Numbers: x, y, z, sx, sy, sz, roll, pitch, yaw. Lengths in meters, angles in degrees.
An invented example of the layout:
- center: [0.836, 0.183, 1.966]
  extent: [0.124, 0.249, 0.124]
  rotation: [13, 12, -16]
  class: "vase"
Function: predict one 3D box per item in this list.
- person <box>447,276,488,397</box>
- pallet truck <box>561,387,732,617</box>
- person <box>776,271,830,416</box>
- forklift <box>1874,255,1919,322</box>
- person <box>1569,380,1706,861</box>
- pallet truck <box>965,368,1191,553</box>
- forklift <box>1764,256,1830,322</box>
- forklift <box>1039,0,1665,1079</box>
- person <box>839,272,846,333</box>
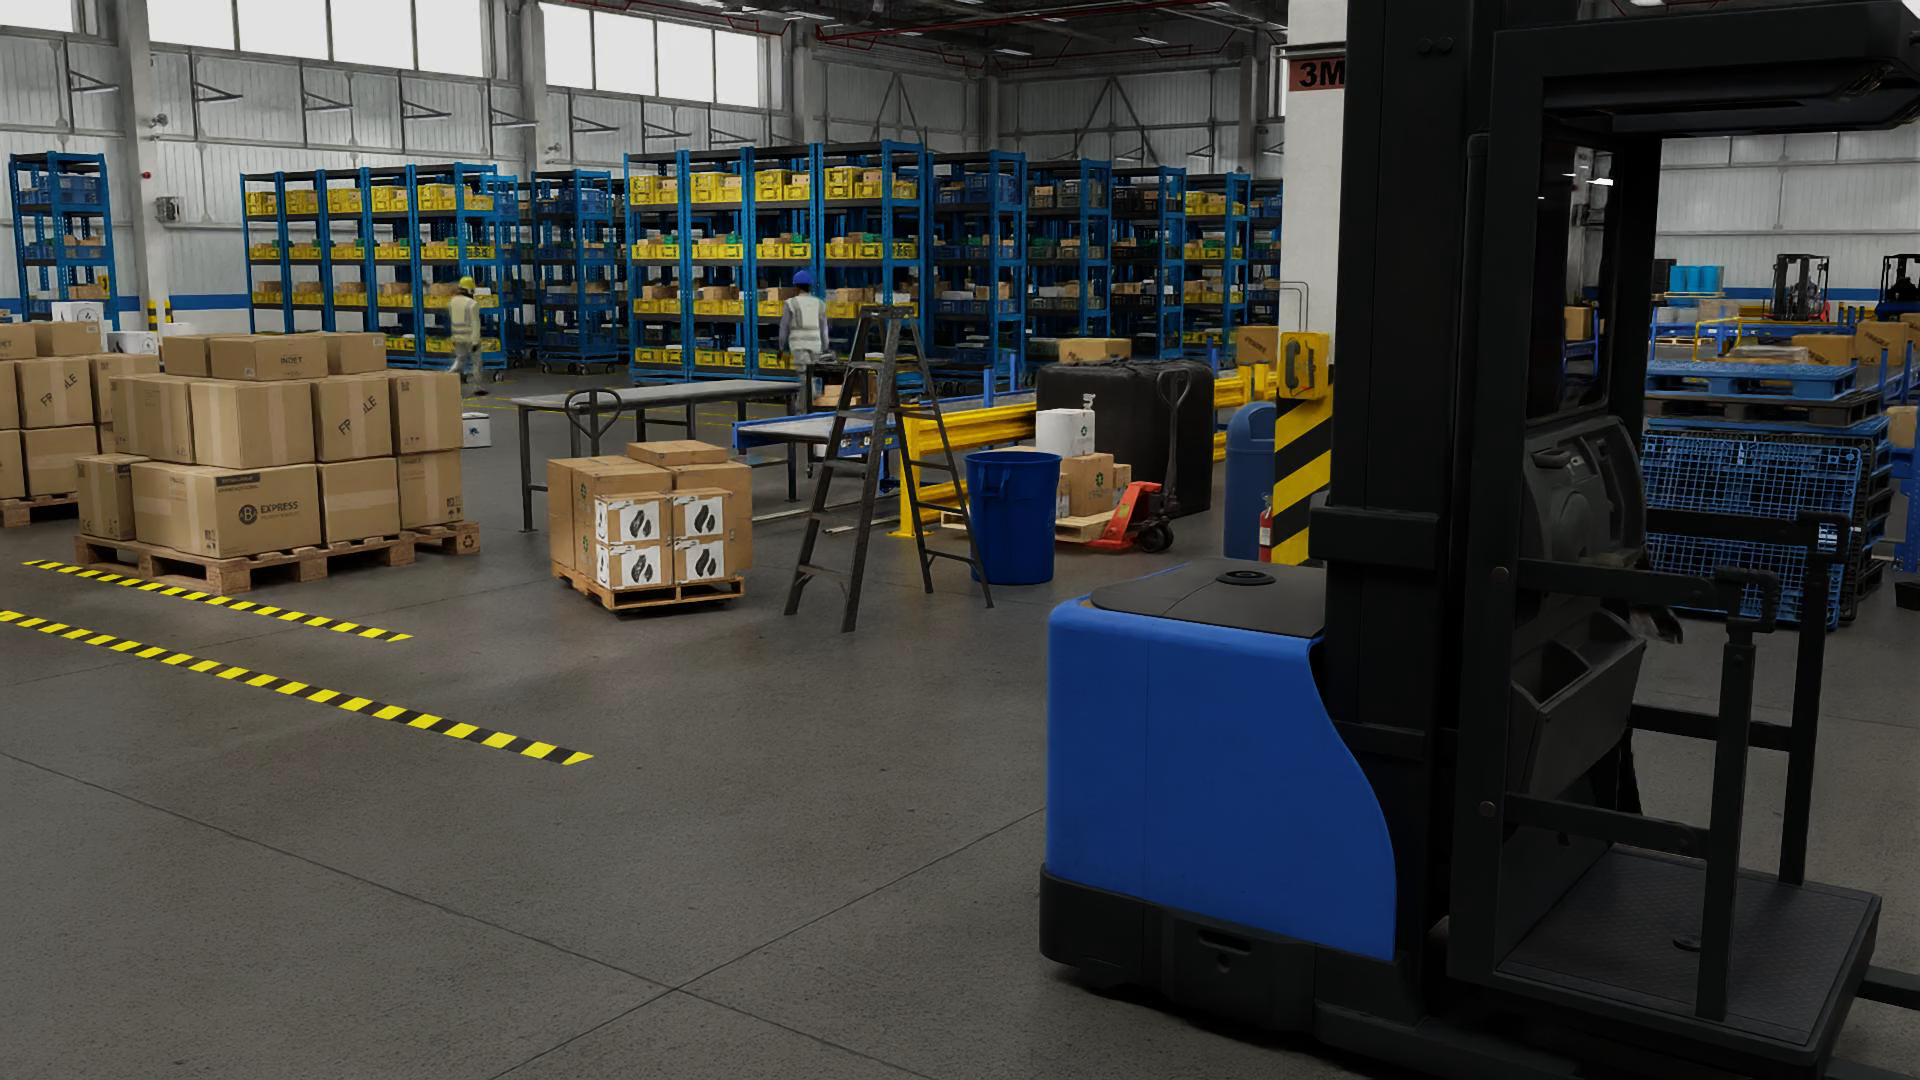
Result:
- center: [-7.347, -2.999, 24.599]
  extent: [0.588, 1.804, 0.707]
  rotation: [4, 10, 24]
  class: "person"
- center: [-1.981, -0.274, 10.088]
  extent: [0.680, 1.201, 1.601]
  rotation: [-5, 11, -28]
  class: "pallet truck"
- center: [-1.981, -2.426, 20.931]
  extent: [0.602, 1.896, 1.018]
  rotation: [-7, 12, -37]
  class: "person"
- center: [22.089, -5.634, 38.796]
  extent: [1.157, 1.987, 2.680]
  rotation: [6, 11, 33]
  class: "forklift"
- center: [2.091, 0.265, 5.638]
  extent: [0.898, 1.649, 0.528]
  rotation: [6, 11, 34]
  class: "person"
- center: [0.845, -0.609, 11.869]
  extent: [1.630, 1.274, 0.653]
  rotation: [7, 12, 35]
  class: "pallet truck"
- center: [20.253, -5.854, 40.139]
  extent: [1.157, 1.987, 2.680]
  rotation: [7, 12, 35]
  class: "forklift"
- center: [1.249, -0.137, 4.360]
  extent: [1.873, 2.768, 1.129]
  rotation: [7, 12, 35]
  class: "forklift"
- center: [-2.525, -4.529, 33.715]
  extent: [0.804, 1.813, 0.565]
  rotation: [-9, 13, -44]
  class: "person"
